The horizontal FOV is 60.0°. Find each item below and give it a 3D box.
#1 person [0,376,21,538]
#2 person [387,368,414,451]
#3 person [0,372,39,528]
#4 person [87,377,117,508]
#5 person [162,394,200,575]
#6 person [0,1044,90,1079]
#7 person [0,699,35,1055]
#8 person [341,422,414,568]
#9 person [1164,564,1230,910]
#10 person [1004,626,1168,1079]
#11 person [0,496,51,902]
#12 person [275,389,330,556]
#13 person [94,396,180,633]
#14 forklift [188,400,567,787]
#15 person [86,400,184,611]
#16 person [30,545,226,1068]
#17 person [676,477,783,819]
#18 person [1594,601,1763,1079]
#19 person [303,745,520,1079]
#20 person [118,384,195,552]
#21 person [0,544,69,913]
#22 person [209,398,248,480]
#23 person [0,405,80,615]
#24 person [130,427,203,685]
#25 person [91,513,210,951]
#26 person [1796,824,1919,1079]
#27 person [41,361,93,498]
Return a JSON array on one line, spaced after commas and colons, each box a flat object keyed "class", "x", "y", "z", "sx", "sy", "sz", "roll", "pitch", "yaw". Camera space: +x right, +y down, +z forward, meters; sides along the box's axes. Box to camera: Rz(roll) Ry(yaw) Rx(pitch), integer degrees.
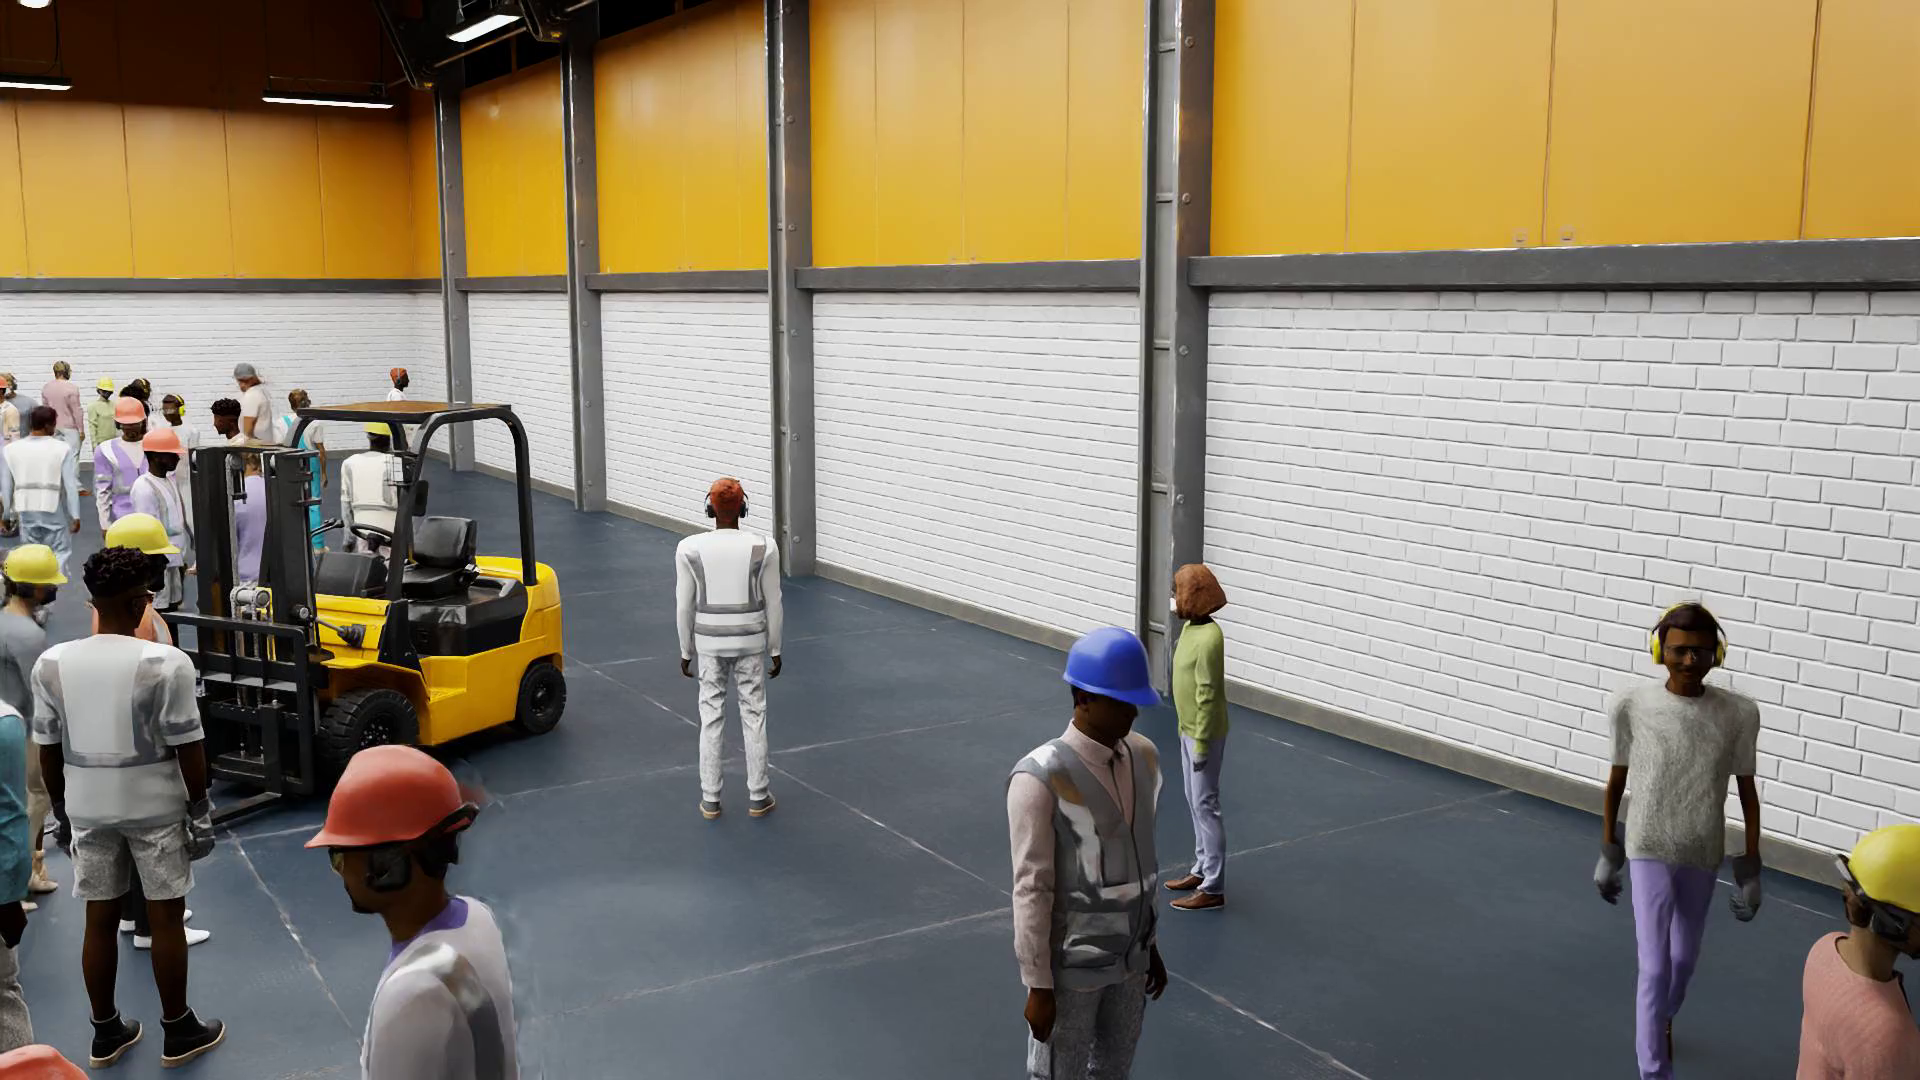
[{"class": "person", "x": -11.325, "y": -0.993, "z": 19.642, "sx": 0.545, "sy": 1.938, "sz": 0.356, "roll": 5, "pitch": 10, "yaw": 28}, {"class": "person", "x": -7.527, "y": -1.377, "z": 22.420, "sx": 0.356, "sy": 1.883, "sz": 0.574, "roll": -4, "pitch": 9, "yaw": -25}, {"class": "person", "x": -11.552, "y": -1.082, "z": 20.292, "sx": 0.632, "sy": 1.926, "sz": 0.367, "roll": -4, "pitch": 10, "yaw": -27}, {"class": "person", "x": -11.438, "y": -1.303, "z": 22.323, "sx": 0.329, "sy": 1.763, "sz": 0.523, "roll": 3, "pitch": 9, "yaw": 19}, {"class": "person", "x": -7.975, "y": -0.563, "z": 17.026, "sx": 0.515, "sy": 1.859, "sz": 0.321, "roll": 3, "pitch": 9, "yaw": 20}, {"class": "person", "x": -1.396, "y": 1.628, "z": 2.580, "sx": 0.321, "sy": 1.755, "sz": 0.566, "roll": -7, "pitch": 11, "yaw": -39}, {"class": "person", "x": -3.300, "y": 1.120, "z": 5.410, "sx": 0.605, "sy": 1.940, "sz": 0.415, "roll": 2, "pitch": 9, "yaw": 14}, {"class": "person", "x": -4.682, "y": -0.068, "z": 13.449, "sx": 0.594, "sy": 1.924, "sz": 0.384, "roll": 1, "pitch": 9, "yaw": 10}, {"class": "person", "x": 1.117, "y": 0.918, "z": 7.819, "sx": 0.279, "sy": 1.624, "sz": 0.494, "roll": -1, "pitch": 8, "yaw": -5}, {"class": "person", "x": 0.385, "y": 1.202, "z": 4.821, "sx": 0.390, "sy": 1.945, "sz": 0.603, "roll": 8, "pitch": 11, "yaw": 42}, {"class": "person", "x": -4.599, "y": 0.710, "z": 7.843, "sx": 0.605, "sy": 2.036, "sz": 0.383, "roll": 2, "pitch": 9, "yaw": 14}, {"class": "person", "x": -7.193, "y": -0.732, "z": 18.200, "sx": 0.517, "sy": 1.842, "sz": 0.332, "roll": -1, "pitch": 8, "yaw": -7}, {"class": "person", "x": -6.879, "y": -0.189, "z": 13.943, "sx": 0.612, "sy": 2.029, "sz": 0.409, "roll": -6, "pitch": 10, "yaw": -34}, {"class": "forklift", "x": -3.529, "y": 0.258, "z": 10.348, "sx": 1.214, "sy": 2.155, "sz": 2.313, "roll": 4, "pitch": 9, "yaw": 25}, {"class": "person", "x": -7.351, "y": -0.274, "z": 14.805, "sx": 0.618, "sy": 1.927, "sz": 0.862, "roll": 4, "pitch": 9, "yaw": 25}, {"class": "person", "x": -3.078, "y": 0.990, "z": 6.178, "sx": 0.613, "sy": 1.965, "sz": 0.361, "roll": 0, "pitch": 8, "yaw": 2}, {"class": "person", "x": -1.256, "y": 0.594, "z": 9.127, "sx": 0.577, "sy": 1.884, "sz": 0.353, "roll": -1, "pitch": 8, "yaw": -4}, {"class": "person", "x": 2.545, "y": 1.100, "z": 5.901, "sx": 0.529, "sy": 1.836, "sz": 0.941, "roll": 2, "pitch": 9, "yaw": 14}, {"class": "person", "x": -1.069, "y": 1.400, "z": 3.402, "sx": 1.107, "sy": 1.984, "sz": 0.614, "roll": -2, "pitch": 9, "yaw": -16}, {"class": "person", "x": -8.640, "y": -0.732, "z": 17.933, "sx": 0.767, "sy": 1.920, "sz": 0.691, "roll": -3, "pitch": 9, "yaw": -17}, {"class": "person", "x": -4.349, "y": 0.881, "z": 7.661, "sx": 0.516, "sy": 1.731, "sz": 0.542, "roll": -7, "pitch": 11, "yaw": -41}, {"class": "person", "x": -6.461, "y": -0.298, "z": 14.900, "sx": 0.380, "sy": 1.958, "sz": 0.605, "roll": -3, "pitch": 9, "yaw": -20}, {"class": "person", "x": -8.158, "y": -0.233, "z": 14.703, "sx": 0.715, "sy": 1.895, "sz": 0.467, "roll": -1, "pitch": 9, "yaw": -10}, {"class": "person", "x": -5.716, "y": 0.150, "z": 11.973, "sx": 0.388, "sy": 1.930, "sz": 0.544, "roll": -1, "pitch": 8, "yaw": -6}, {"class": "person", "x": -3.589, "y": 0.837, "z": 7.338, "sx": 0.367, "sy": 1.926, "sz": 0.594, "roll": -6, "pitch": 10, "yaw": -36}, {"class": "person", "x": 1.991, "y": 1.468, "z": 3.675, "sx": 0.342, "sy": 1.755, "sz": 0.530, "roll": 2, "pitch": 9, "yaw": 15}, {"class": "person", "x": -12.589, "y": -1.554, "z": 23.419, "sx": 0.632, "sy": 1.940, "sz": 0.372, "roll": 3, "pitch": 9, "yaw": 17}]
